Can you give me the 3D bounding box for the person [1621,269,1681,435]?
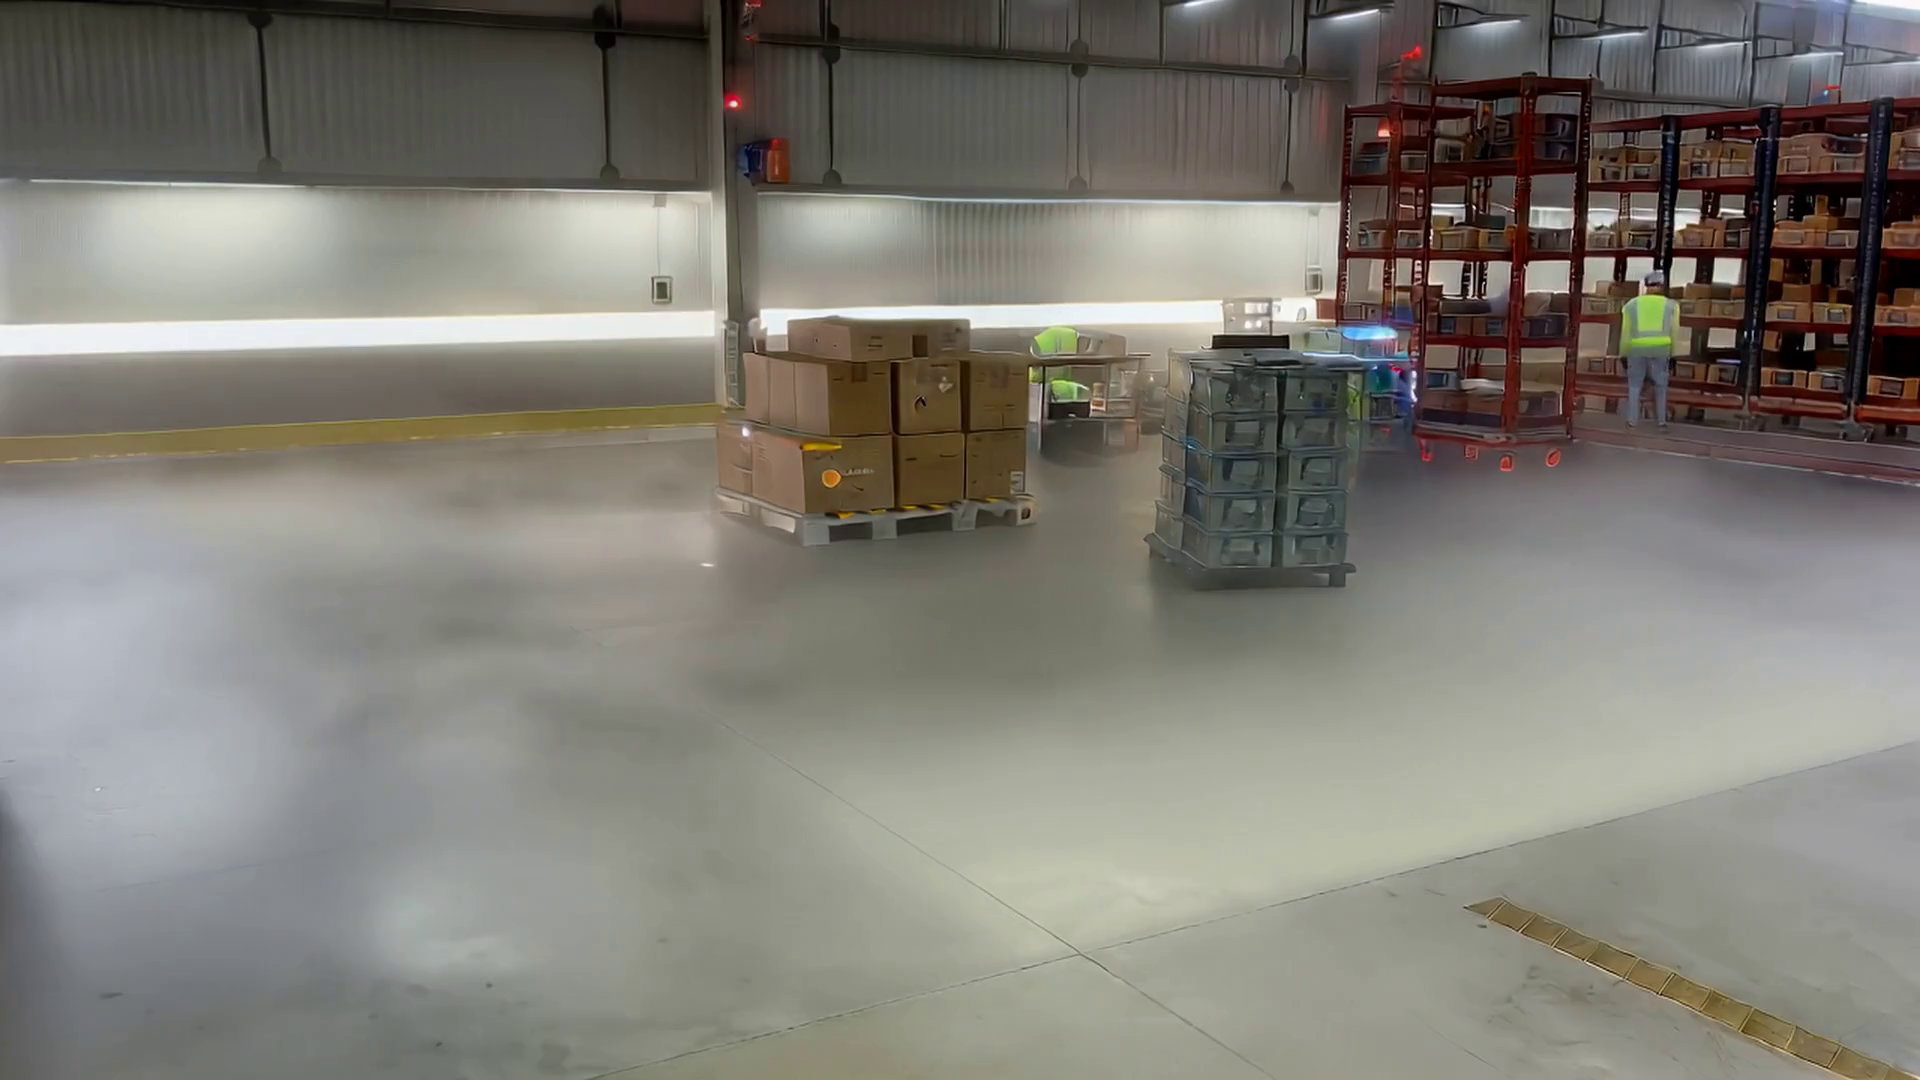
[{"bbox_3d":[7.626,-2.071,18.371,0.600,1.829,0.404,5,11,26],"label":"person"}]
